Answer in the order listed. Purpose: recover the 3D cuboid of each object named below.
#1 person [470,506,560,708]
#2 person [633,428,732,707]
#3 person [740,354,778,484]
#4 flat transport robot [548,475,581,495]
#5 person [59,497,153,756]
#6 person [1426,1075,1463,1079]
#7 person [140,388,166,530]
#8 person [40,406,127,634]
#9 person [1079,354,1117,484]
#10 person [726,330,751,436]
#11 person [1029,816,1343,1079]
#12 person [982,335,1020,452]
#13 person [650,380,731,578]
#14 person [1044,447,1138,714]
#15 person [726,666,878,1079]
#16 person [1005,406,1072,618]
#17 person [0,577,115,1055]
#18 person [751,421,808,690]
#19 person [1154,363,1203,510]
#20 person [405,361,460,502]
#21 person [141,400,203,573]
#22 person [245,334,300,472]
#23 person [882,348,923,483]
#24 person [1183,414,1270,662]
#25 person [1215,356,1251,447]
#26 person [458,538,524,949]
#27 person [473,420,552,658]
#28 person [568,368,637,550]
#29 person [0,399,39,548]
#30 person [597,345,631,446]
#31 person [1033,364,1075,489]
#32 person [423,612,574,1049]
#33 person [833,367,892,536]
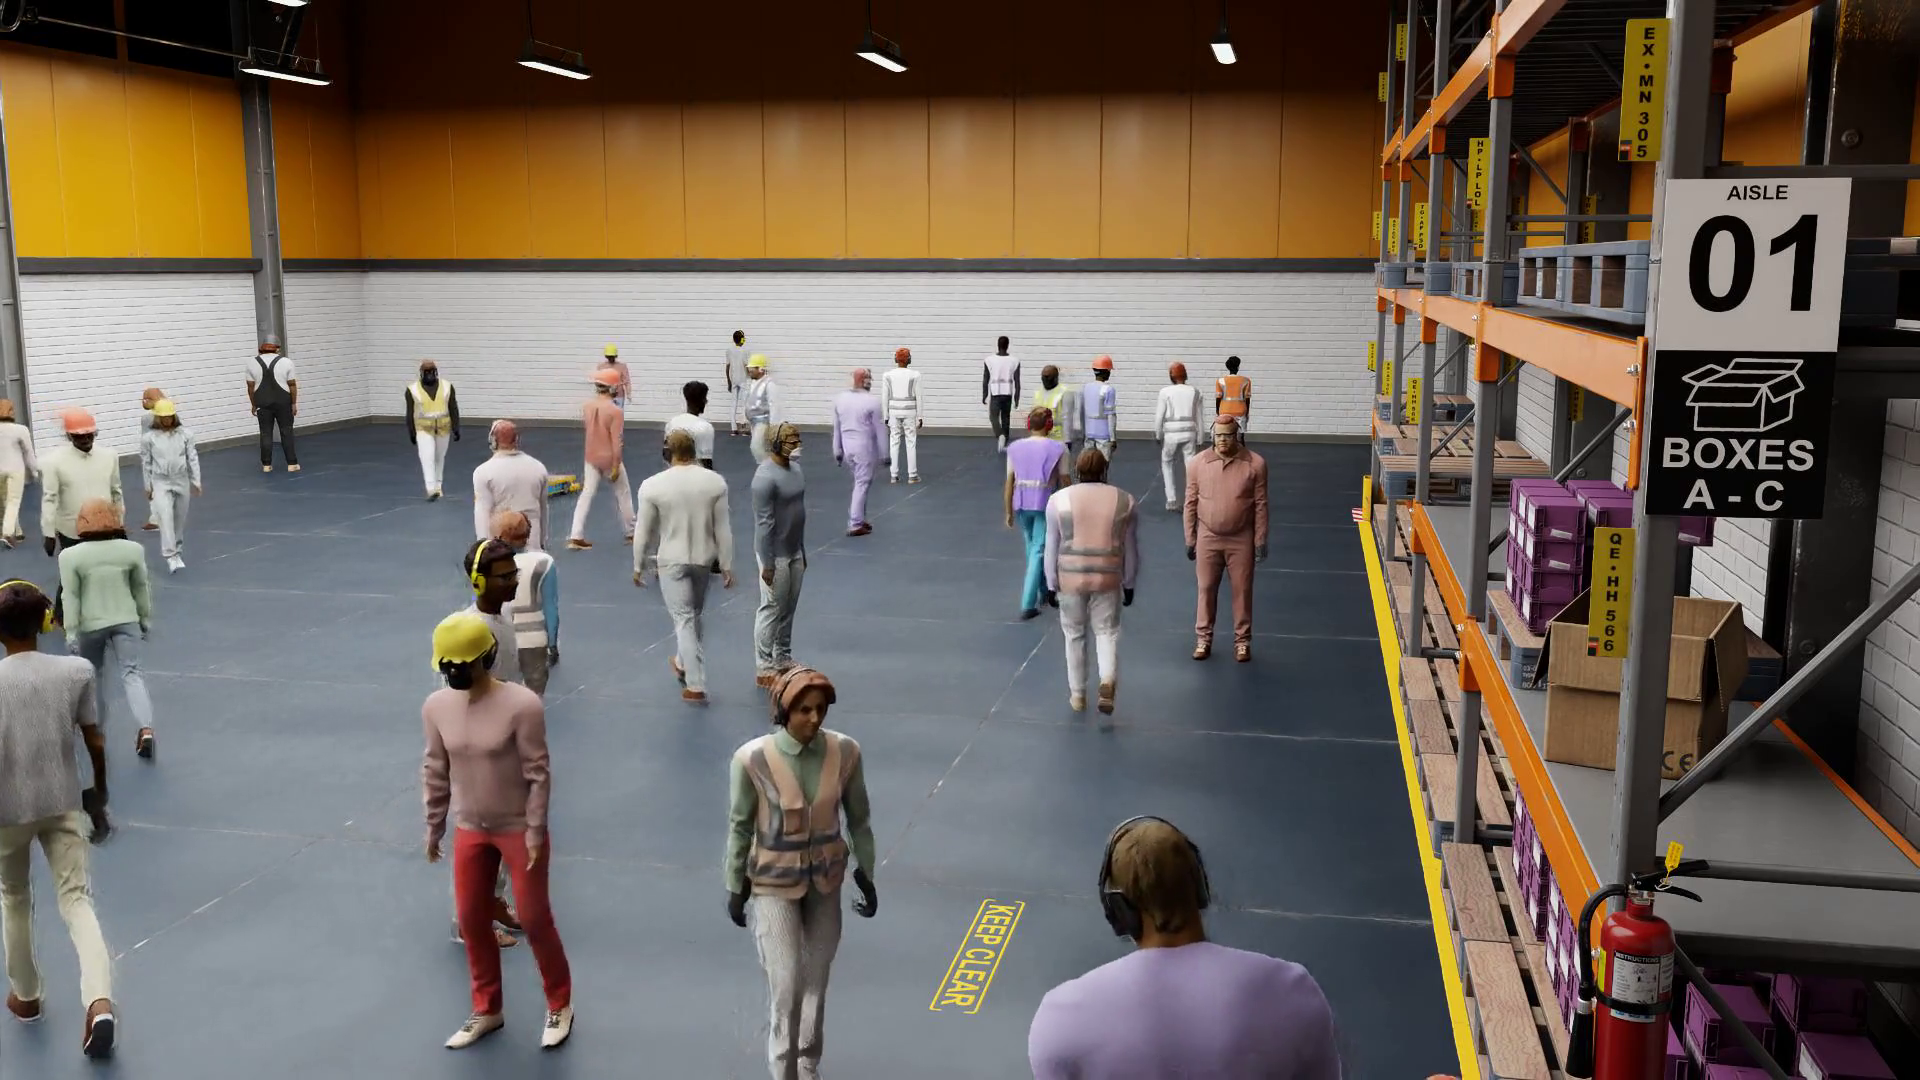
[{"bbox_3d":[-2.614,0.618,9.763,0.517,1.621,0.697,-1,10,-8],"label":"person"},{"bbox_3d":[-1.988,0.158,11.684,0.649,1.890,1.007,-6,11,-31],"label":"person"},{"bbox_3d":[-2.767,-1.629,22.728,0.494,1.815,0.602,-7,12,-36],"label":"person"},{"bbox_3d":[-5.576,-0.688,21.674,0.652,0.197,1.431,3,10,15],"label":"flat transport robot"},{"bbox_3d":[-5.269,0.536,10.323,0.512,1.602,0.805,-8,12,-40],"label":"person"},{"bbox_3d":[0.623,1.727,2.332,0.545,1.890,0.705,1,9,5],"label":"person"},{"bbox_3d":[-9.176,-0.925,19.031,0.326,1.634,0.505,3,10,19],"label":"person"},{"bbox_3d":[-7.010,-0.121,13.279,0.979,1.942,0.677,8,12,40],"label":"person"},{"bbox_3d":[1.714,-1.293,20.311,0.376,1.936,0.549,-8,13,-41],"label":"person"},{"bbox_3d":[-3.900,-2.781,29.481,0.514,1.872,0.328,3,10,19],"label":"person"},{"bbox_3d":[0.526,1.521,3.552,0.783,1.865,0.951,0,9,-2],"label":"person"},{"bbox_3d":[0.675,-2.347,26.806,0.604,1.894,0.747,-2,10,-10],"label":"person"},{"bbox_3d":[-2.600,-0.566,15.945,0.617,1.937,0.836,6,11,32],"label":"person"},{"bbox_3d":[0.878,0.290,11.140,0.630,1.825,0.653,0,9,-2],"label":"person"},{"bbox_3d":[-0.541,1.250,5.901,0.537,1.620,0.493,-5,11,-28],"label":"person"},{"bbox_3d":[0.725,-0.264,14.509,0.566,1.798,0.950,5,11,28],"label":"person"},{"bbox_3d":[-3.560,1.063,6.449,0.538,1.842,0.888,-8,12,-40],"label":"person"},{"bbox_3d":[-1.283,0.110,11.904,0.374,1.932,0.623,3,10,17],"label":"person"},{"bbox_3d":[2.661,-1.225,20.223,0.594,1.828,0.798,-2,10,-13],"label":"person"},{"bbox_3d":[-6.744,-1.390,21.359,0.626,1.783,0.989,-5,11,-29],"label":"person"},{"bbox_3d":[-7.739,-0.523,16.386,0.496,1.702,0.887,-8,12,-40],"label":"person"},{"bbox_3d":[-10.053,-2.019,24.377,0.682,2.000,0.536,-1,10,-9],"label":"person"},{"bbox_3d":[-0.785,-1.720,23.051,0.579,1.883,0.352,2,10,12],"label":"person"},{"bbox_3d":[2.034,-0.013,12.715,0.661,1.901,0.401,2,10,13],"label":"person"},{"bbox_3d":[3.984,-1.839,24.326,0.536,1.695,0.322,1,9,4],"label":"person"},{"bbox_3d":[-2.074,0.904,7.338,0.433,1.857,0.504,3,10,16],"label":"person"},{"bbox_3d":[-3.448,0.010,12.728,1.022,1.850,0.678,9,13,43],"label":"person"},{"bbox_3d":[-3.810,-0.865,17.780,0.606,1.936,1.076,5,11,30],"label":"person"},{"bbox_3d":[-10.255,-0.721,17.906,0.508,1.599,0.844,-2,10,-10],"label":"person"},{"bbox_3d":[-5.700,-2.361,27.428,0.540,1.695,0.938,-2,10,-11],"label":"person"},{"bbox_3d":[1.130,-1.245,20.387,0.465,1.820,0.651,-9,13,-43],"label":"person"},{"bbox_3d":[-1.793,1.113,6.399,0.583,1.743,0.465,3,10,18],"label":"person"},{"bbox_3d":[-1.040,-0.995,18.664,0.664,1.881,0.663,8,12,39],"label":"person"}]
